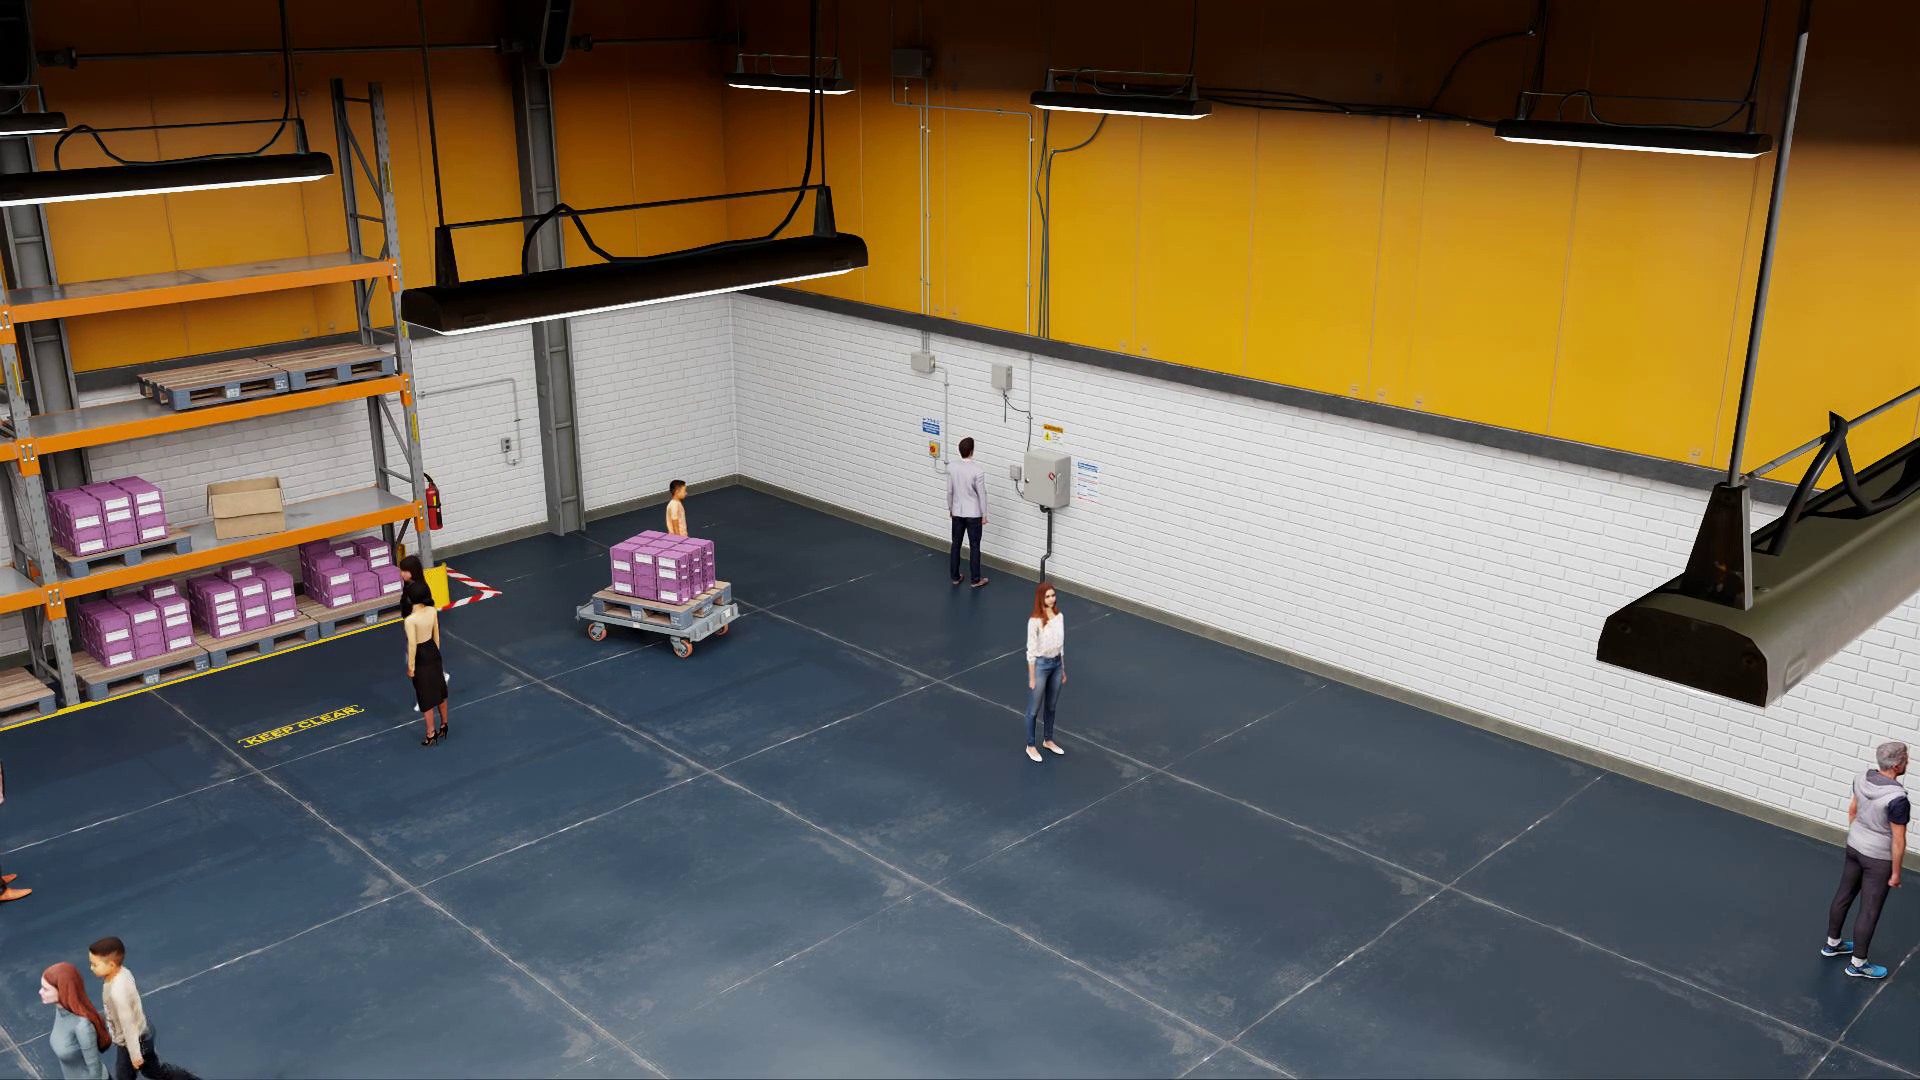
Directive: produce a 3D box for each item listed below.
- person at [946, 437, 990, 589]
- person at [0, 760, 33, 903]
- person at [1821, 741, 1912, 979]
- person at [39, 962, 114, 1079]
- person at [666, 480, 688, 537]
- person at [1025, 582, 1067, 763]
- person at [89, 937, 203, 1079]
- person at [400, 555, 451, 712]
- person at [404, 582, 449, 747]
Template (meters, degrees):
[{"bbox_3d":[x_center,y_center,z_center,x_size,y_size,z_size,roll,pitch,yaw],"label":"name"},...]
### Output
[{"bbox_3d":[0.078,-0.343,20.148,0.742,1.852,0.692,9,21,25],"label":"person"},{"bbox_3d":[-7.829,2.009,13.232,0.587,1.808,0.685,-16,24,-39],"label":"person"},{"bbox_3d":[6.715,2.321,12.276,0.788,1.826,0.772,-3,19,-8],"label":"person"},{"bbox_3d":[-5.085,3.228,9.716,0.533,1.742,0.591,-16,24,-39],"label":"person"},{"bbox_3d":[-3.376,-0.009,19.778,0.643,1.454,0.592,-1,19,-4],"label":"person"},{"bbox_3d":[0.800,1.219,15.703,0.502,1.728,0.672,-12,22,-32],"label":"person"},{"bbox_3d":[-5.137,3.126,10.489,1.040,1.443,0.767,-11,21,-29],"label":"person"},{"bbox_3d":[-5.384,0.900,16.801,0.624,1.632,0.749,14,23,36],"label":"person"},{"bbox_3d":[-5.119,1.179,15.940,0.698,1.653,0.581,9,20,24],"label":"person"}]
